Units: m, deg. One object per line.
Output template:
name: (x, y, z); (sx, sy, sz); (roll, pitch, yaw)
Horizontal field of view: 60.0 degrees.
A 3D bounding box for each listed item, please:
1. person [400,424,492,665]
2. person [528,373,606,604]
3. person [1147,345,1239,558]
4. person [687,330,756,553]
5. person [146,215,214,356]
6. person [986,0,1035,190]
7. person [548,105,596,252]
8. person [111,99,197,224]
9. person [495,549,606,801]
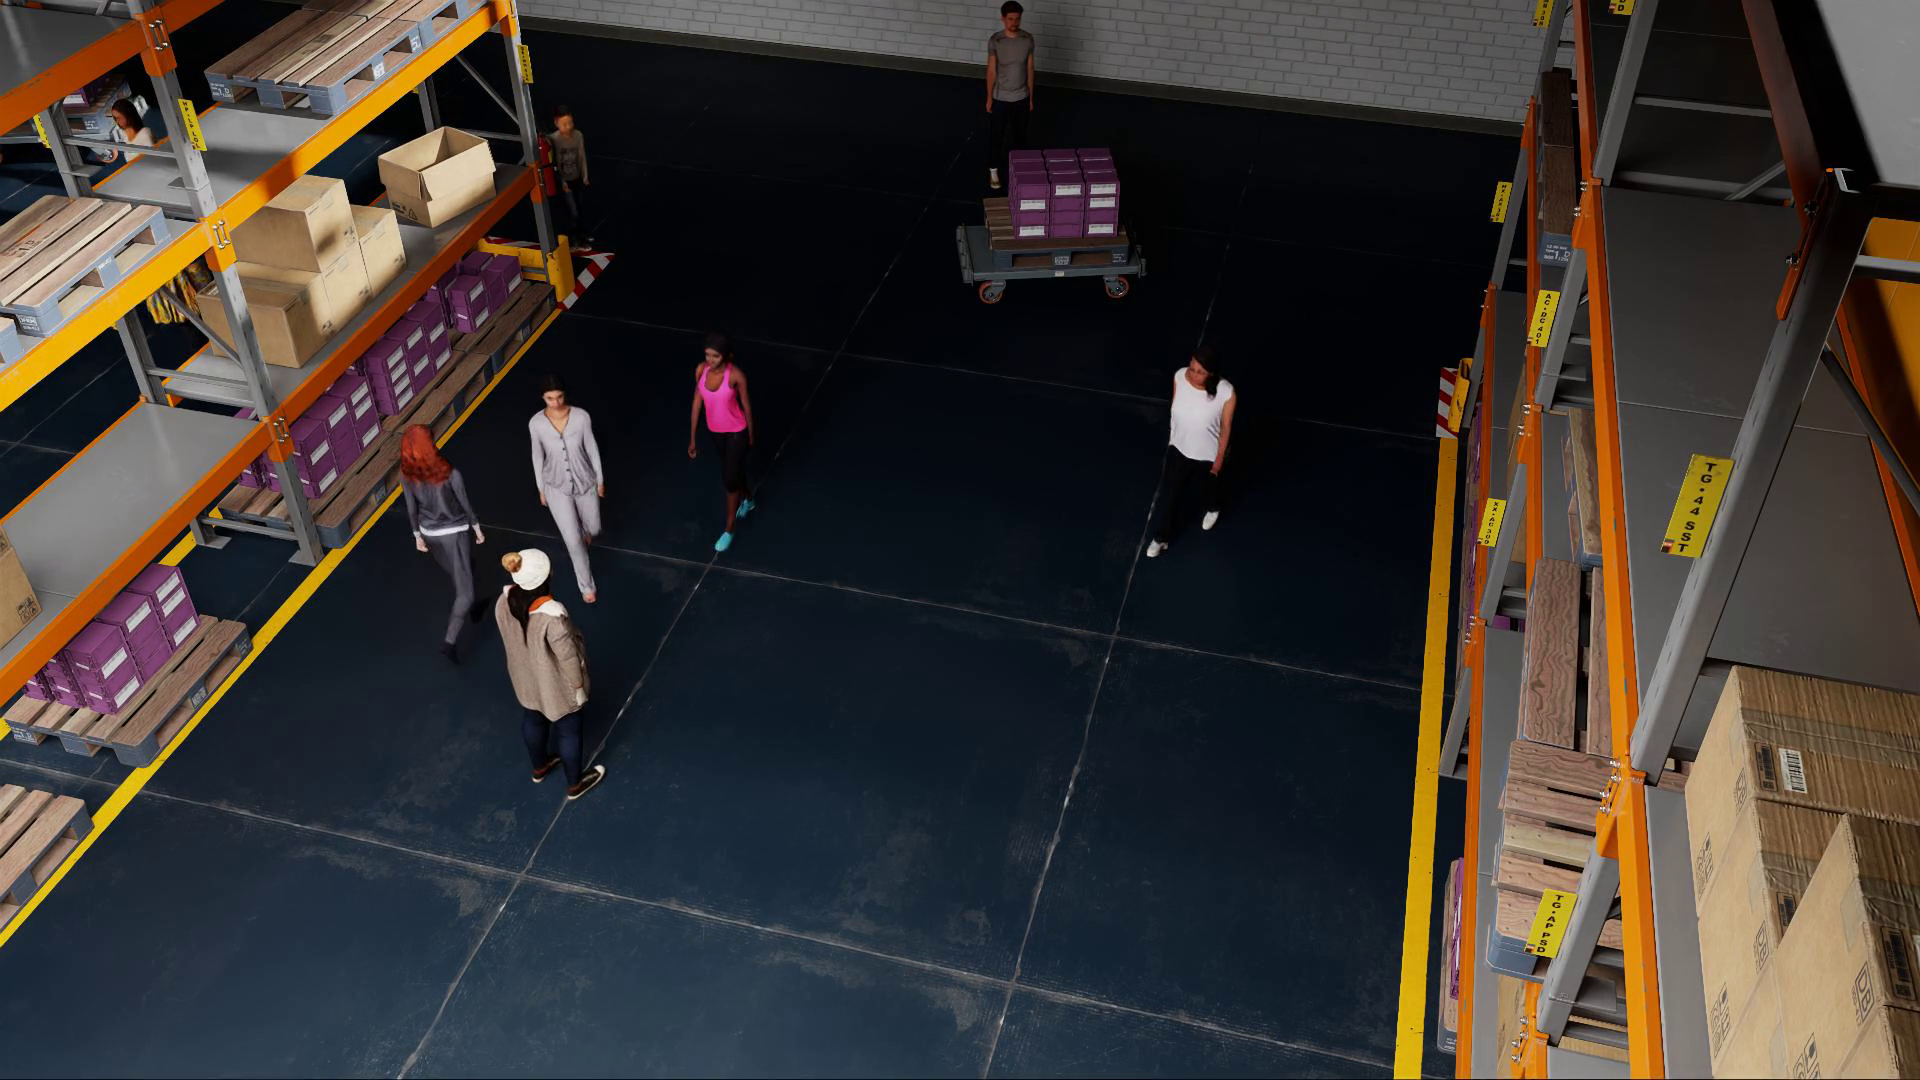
person: (-3.387, 0.037, 10.920); (0.629, 1.757, 1.057); (6, 39, 7)
person: (-2.700, -0.428, 11.506); (0.904, 1.751, 1.050); (-11, 40, -13)
person: (1.747, -0.697, 11.922); (0.871, 1.653, 1.157); (22, 44, 25)
person: (-1.634, -0.838, 12.062); (0.654, 1.698, 0.948); (17, 42, 20)
person: (-6.290, -1.853, 13.381); (0.708, 1.638, 0.768); (11, 40, 13)
person: (0.487, -4.381, 16.342); (0.713, 1.893, 0.694); (-6, 39, -7)
person: (-3.671, -3.351, 15.417); (0.767, 1.437, 0.714); (23, 44, 26)
person: (-7.251, -3.293, 15.196); (0.825, 1.622, 1.145); (22, 43, 25)
person: (-2.482, 0.783, 9.878); (0.765, 1.891, 0.760); (21, 43, 24)
